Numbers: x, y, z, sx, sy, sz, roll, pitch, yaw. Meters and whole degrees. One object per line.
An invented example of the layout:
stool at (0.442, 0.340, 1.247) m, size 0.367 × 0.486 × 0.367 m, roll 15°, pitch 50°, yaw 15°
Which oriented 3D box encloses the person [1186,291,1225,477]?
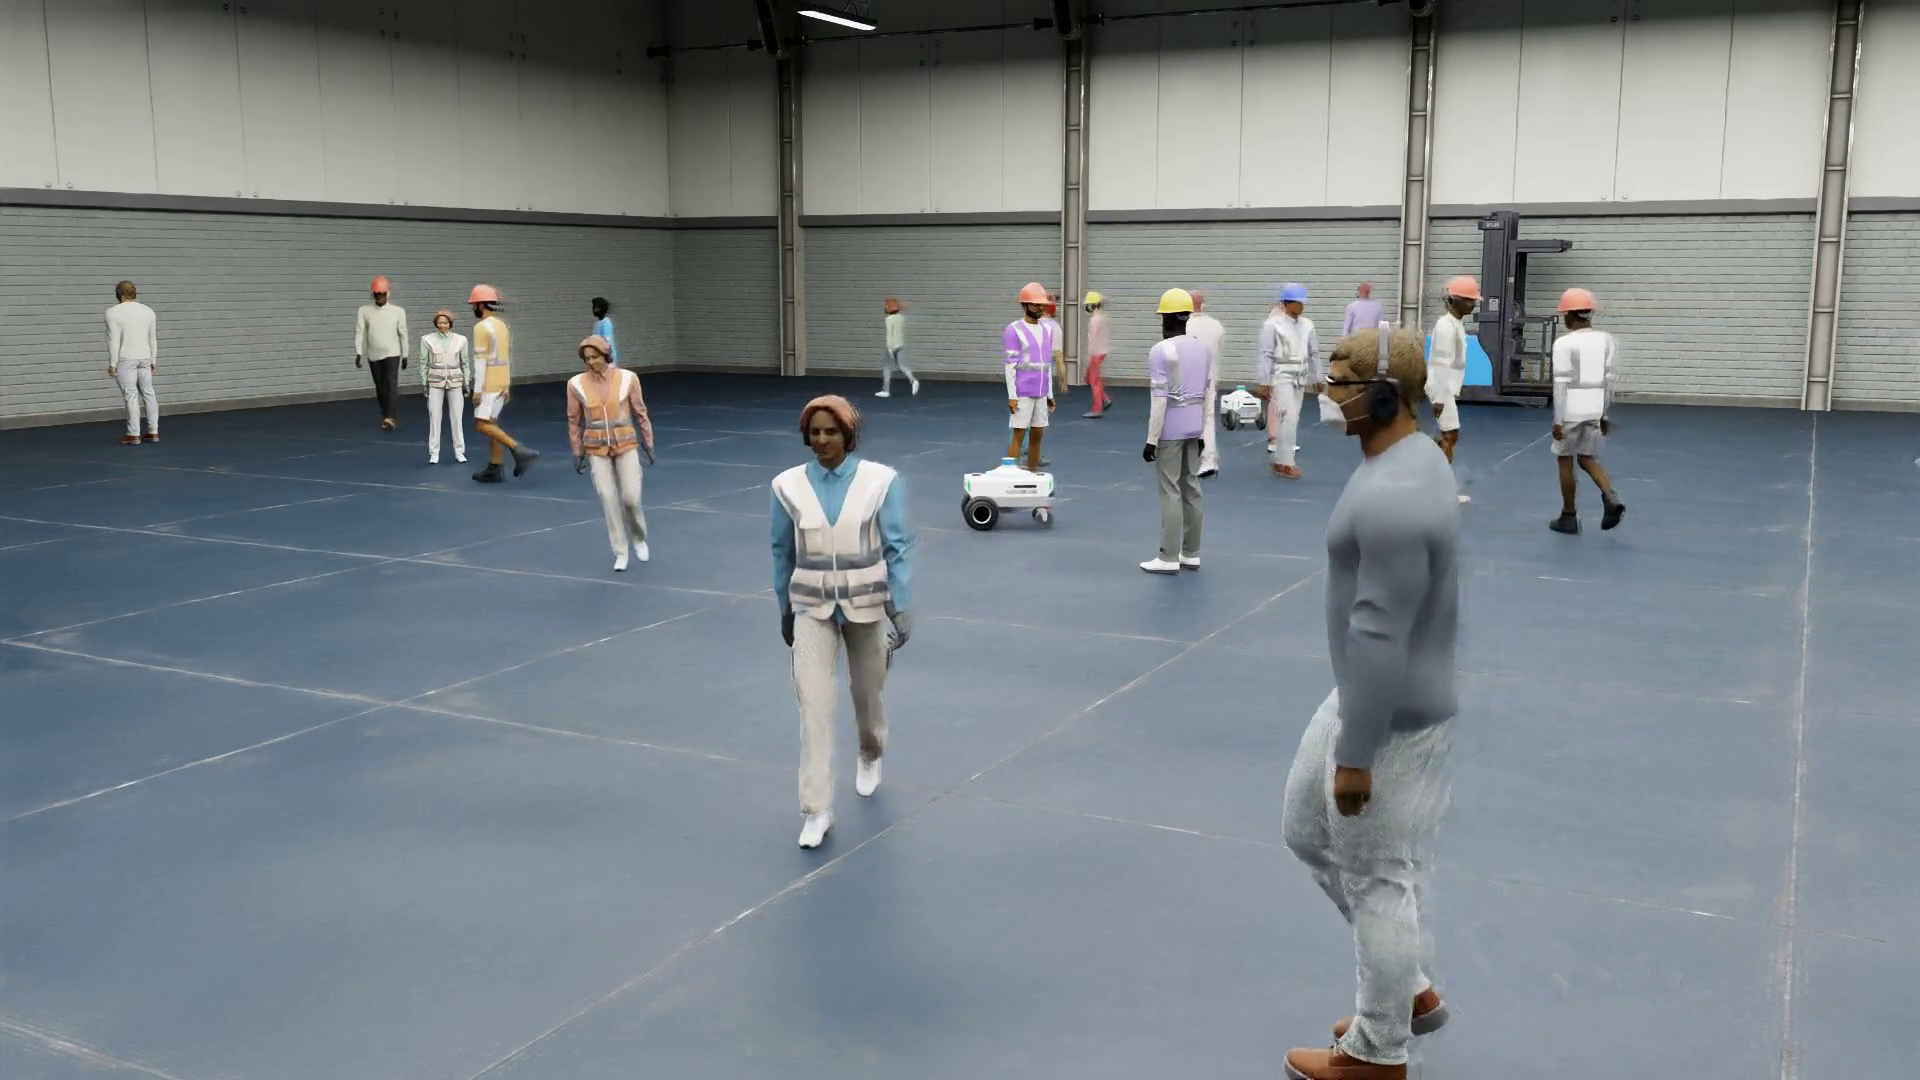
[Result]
person at (2.356, -1.572, 16.751) m, size 0.644 × 1.850 × 1.014 m, roll -1°, pitch 9°, yaw -9°

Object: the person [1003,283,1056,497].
person at (0.647, -1.334, 14.963) m, size 0.542 × 1.938 × 0.358 m, roll -8°, pitch 12°, yaw -40°

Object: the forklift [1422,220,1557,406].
forklift at (8.245, -3.527, 25.720) m, size 1.873 × 2.768 × 1.129 m, roll 5°, pitch 10°, yaw 27°

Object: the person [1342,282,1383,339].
person at (6.338, -3.124, 26.218) m, size 0.650 × 1.868 × 0.944 m, roll -3°, pitch 10°, yaw -20°

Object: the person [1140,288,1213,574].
person at (1.467, -0.744, 11.351) m, size 0.594 × 1.926 × 0.366 m, roll -9°, pitch 13°, yaw -43°

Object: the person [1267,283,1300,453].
person at (3.690, -1.941, 18.819) m, size 0.403 × 1.904 × 0.637 m, roll 4°, pitch 10°, yaw 26°

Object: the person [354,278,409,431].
person at (-7.447, -2.382, 21.411) m, size 0.624 × 1.939 × 1.012 m, roll -1°, pitch 9°, yaw -7°

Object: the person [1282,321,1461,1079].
person at (0.996, 0.433, 4.086) m, size 0.435 × 1.927 × 0.655 m, roll 3°, pitch 10°, yaw 15°

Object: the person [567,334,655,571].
person at (-2.382, -0.596, 11.379) m, size 0.572 × 1.615 × 0.373 m, roll -1°, pitch 9°, yaw -4°

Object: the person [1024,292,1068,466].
person at (0.860, -1.700, 17.585) m, size 0.525 × 1.817 × 0.647 m, roll -6°, pitch 11°, yaw -34°

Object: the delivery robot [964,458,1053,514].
delivery robot at (0.393, -0.422, 13.422) m, size 0.707 × 0.478 × 0.477 m, roll -1°, pitch 9°, yaw -3°

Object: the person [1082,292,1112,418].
person at (1.859, -2.577, 23.174) m, size 0.366 × 1.751 × 0.555 m, roll 3°, pitch 10°, yaw 16°

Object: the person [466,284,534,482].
person at (-4.458, -1.506, 16.078) m, size 0.609 × 1.917 × 0.557 m, roll 1°, pitch 9°, yaw 7°

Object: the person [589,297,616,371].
person at (-4.869, -2.461, 22.641) m, size 0.355 × 1.687 × 0.554 m, roll -4°, pitch 10°, yaw -25°

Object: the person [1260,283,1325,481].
person at (3.304, -1.549, 16.345) m, size 0.620 × 1.921 × 0.763 m, roll -6°, pitch 11°, yaw -34°

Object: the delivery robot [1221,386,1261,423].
delivery robot at (3.676, -1.775, 21.778) m, size 0.477 × 0.478 × 0.707 m, roll -1°, pitch 9°, yaw -9°

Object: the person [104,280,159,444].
person at (-9.844, -2.116, 19.783) m, size 0.371 × 1.939 × 0.629 m, roll 5°, pitch 10°, yaw 28°

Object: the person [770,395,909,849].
person at (-0.440, 0.250, 6.210) m, size 0.514 × 1.608 × 0.817 m, roll 0°, pitch 9°, yaw 2°

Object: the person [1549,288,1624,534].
person at (4.840, -0.985, 12.879) m, size 0.574 × 1.917 × 0.610 m, roll -3°, pitch 10°, yaw -20°

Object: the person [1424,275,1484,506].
person at (4.212, -1.317, 14.631) m, size 0.691 × 2.016 × 0.642 m, roll 3°, pitch 10°, yaw 19°

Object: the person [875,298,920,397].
person at (-1.028, -3.134, 27.069) m, size 0.704 × 1.608 × 0.502 m, roll 6°, pitch 11°, yaw 33°

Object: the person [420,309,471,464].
person at (-5.491, -1.638, 17.756) m, size 0.514 × 1.640 × 0.310 m, roll -4°, pitch 10°, yaw -22°
